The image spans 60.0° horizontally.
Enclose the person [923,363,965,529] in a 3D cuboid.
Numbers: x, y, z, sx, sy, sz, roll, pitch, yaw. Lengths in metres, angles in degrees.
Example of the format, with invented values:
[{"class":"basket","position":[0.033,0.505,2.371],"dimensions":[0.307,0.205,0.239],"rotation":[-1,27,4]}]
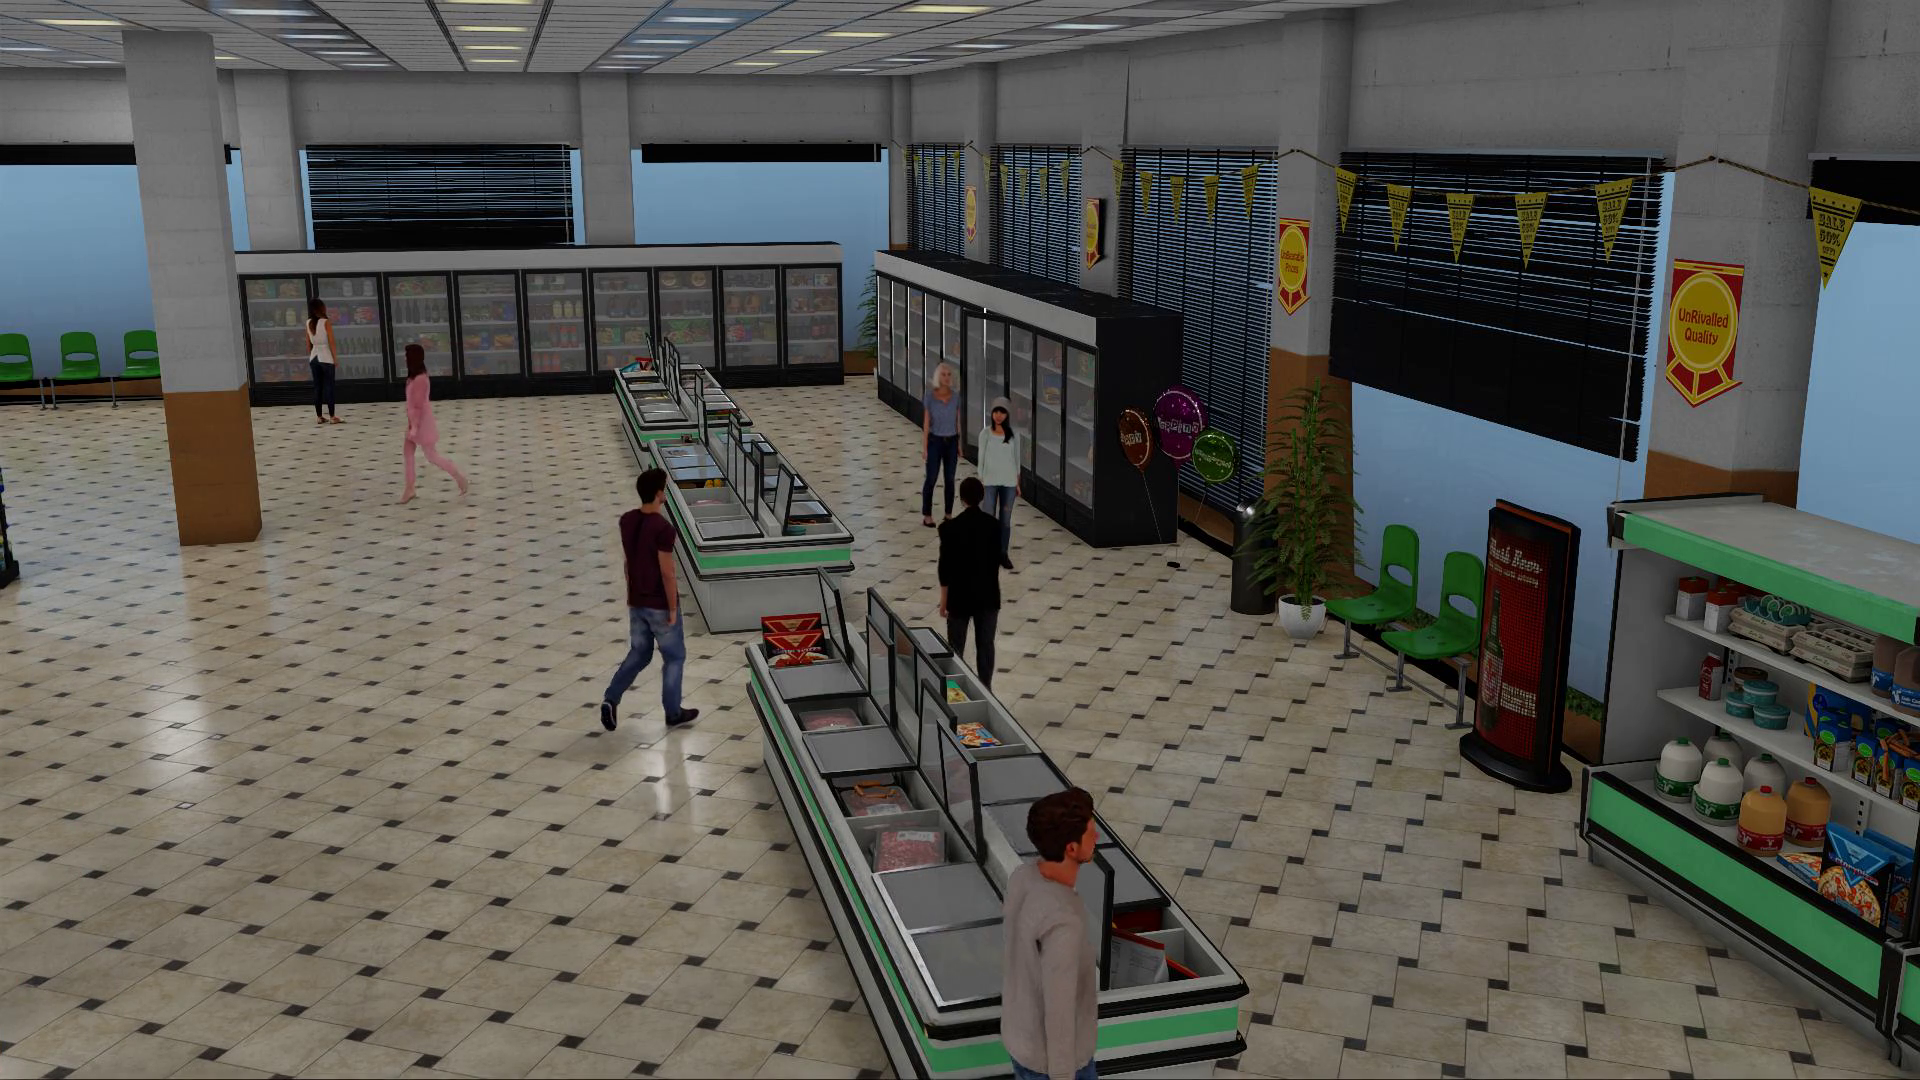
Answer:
[{"class":"person","position":[-0.196,-1.010,17.505],"dimensions":[0.608,1.720,0.542],"rotation":[-5,15,-20]}]

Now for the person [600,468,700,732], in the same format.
[{"class":"person","position":[-2.150,0.439,11.294],"dimensions":[1.049,1.832,1.096],"rotation":[9,16,32]}]

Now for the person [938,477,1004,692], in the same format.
[{"class":"person","position":[0.121,0.443,11.592],"dimensions":[0.657,1.684,0.983],"rotation":[-4,14,-17]}]

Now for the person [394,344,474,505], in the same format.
[{"class":"person","position":[-5.863,-1.254,18.410],"dimensions":[0.822,1.767,1.085],"rotation":[-7,15,-26]}]

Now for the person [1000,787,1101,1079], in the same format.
[{"class":"person","position":[0.235,1.755,5.749],"dimensions":[0.740,1.887,0.952],"rotation":[-4,14,-15]}]

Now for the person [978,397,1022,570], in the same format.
[{"class":"person","position":[0.367,-0.545,15.738],"dimensions":[0.576,1.648,0.510],"rotation":[-3,14,-11]}]

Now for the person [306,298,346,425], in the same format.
[{"class":"person","position":[-9.102,-2.550,23.713],"dimensions":[0.676,1.786,0.685],"rotation":[4,14,15]}]
